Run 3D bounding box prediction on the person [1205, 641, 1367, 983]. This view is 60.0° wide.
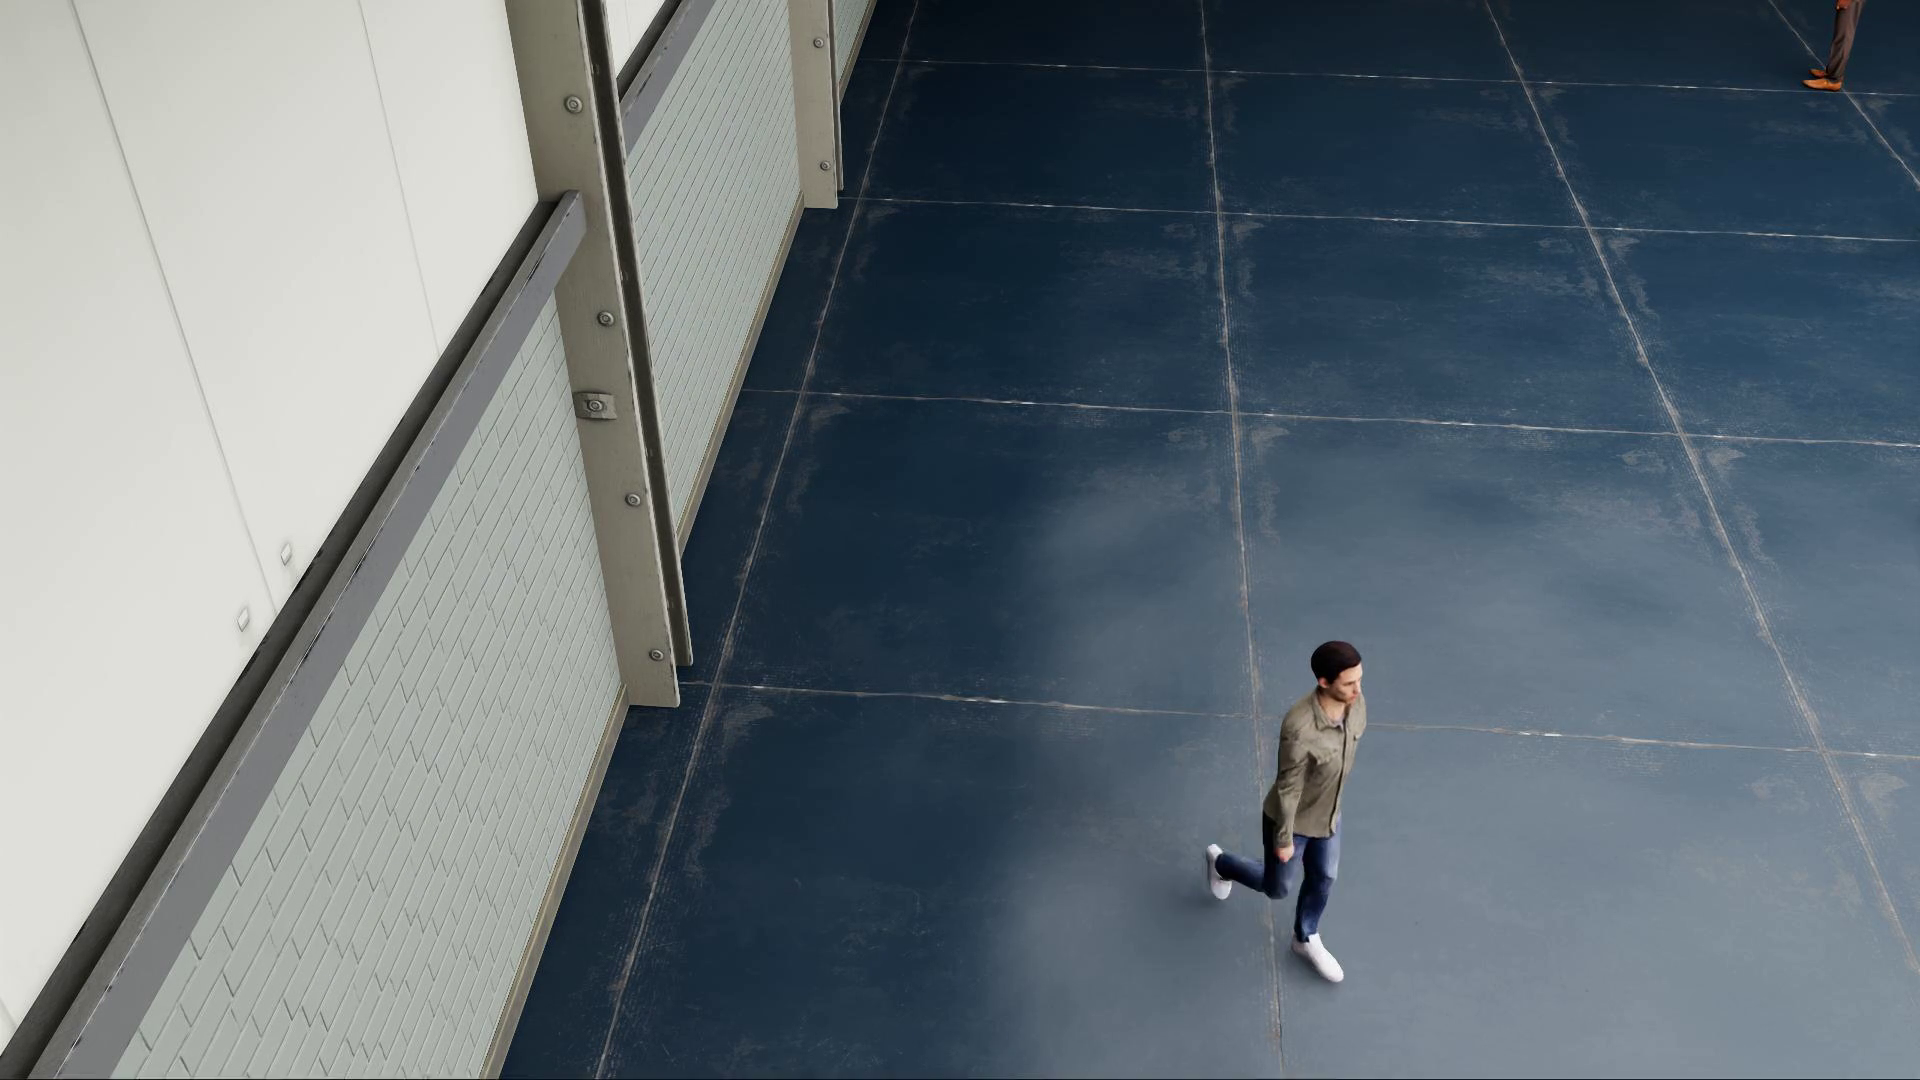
[{"bbox_3d":[1.452,1.145,7.353,1.091,1.846,1.158,-27,45,-30],"label":"person"}]

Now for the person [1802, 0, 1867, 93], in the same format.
[{"bbox_3d":[8.262,-5.100,15.284,0.845,1.908,0.717,21,43,25],"label":"person"}]
